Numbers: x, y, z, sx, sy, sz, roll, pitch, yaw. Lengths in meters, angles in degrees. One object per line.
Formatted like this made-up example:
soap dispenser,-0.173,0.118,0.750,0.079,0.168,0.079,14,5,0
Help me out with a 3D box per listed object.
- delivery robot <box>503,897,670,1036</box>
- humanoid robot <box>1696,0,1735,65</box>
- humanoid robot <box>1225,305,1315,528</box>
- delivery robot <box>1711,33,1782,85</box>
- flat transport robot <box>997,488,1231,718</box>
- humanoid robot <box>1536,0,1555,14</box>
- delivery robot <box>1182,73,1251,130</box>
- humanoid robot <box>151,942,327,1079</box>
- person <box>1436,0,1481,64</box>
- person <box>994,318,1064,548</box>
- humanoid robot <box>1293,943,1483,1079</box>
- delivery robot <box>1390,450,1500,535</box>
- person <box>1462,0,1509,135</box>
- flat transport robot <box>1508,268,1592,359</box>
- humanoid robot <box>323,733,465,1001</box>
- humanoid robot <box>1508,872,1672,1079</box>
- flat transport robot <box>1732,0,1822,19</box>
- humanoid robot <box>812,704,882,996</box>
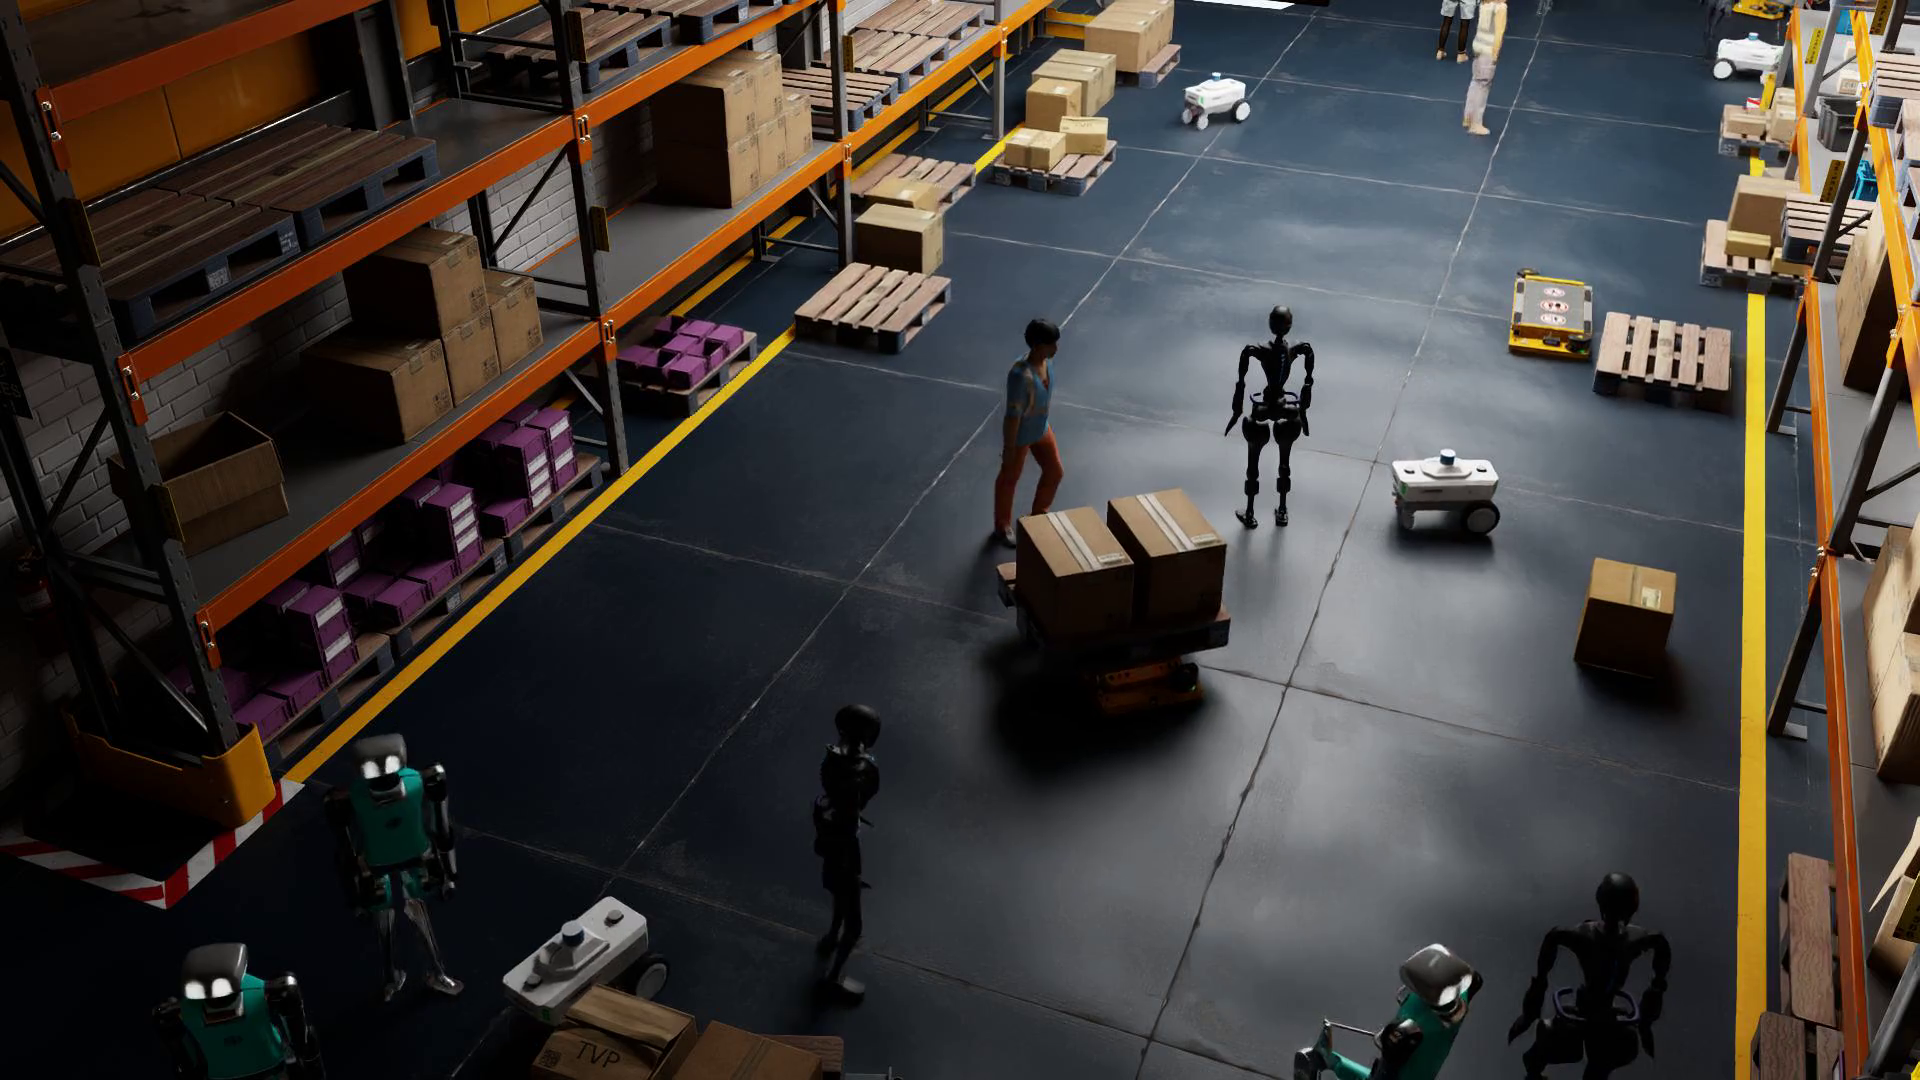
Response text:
delivery robot,-1.835,2.093,8.102,0.499,0.608,0.799,22,39,30
humanoid robot,9.534,-6.807,20.841,0.427,1.640,0.614,-8,34,-12
humanoid robot,2.168,-0.867,11.628,0.599,1.653,0.315,-2,33,-4
delivery robot,9.708,-5.950,20.554,0.812,0.614,0.499,16,36,23
flat transport robot,0.960,0.593,10.674,0.659,0.231,1.431,-10,34,-15
humanoid robot,8.191,-8.102,22.815,0.540,1.803,0.794,-11,35,-17
delivery robot,2.958,-5.080,19.209,0.815,0.614,0.499,-20,38,-28
humanoid robot,-2.906,2.150,6.913,0.537,1.722,0.997,-11,34,-16
person,6.310,-6.855,20.891,0.533,1.691,0.319,20,38,28
person,0.493,-0.731,11.377,0.533,1.737,0.531,21,38,29
humanoid robot,1.630,2.209,6.868,0.549,1.750,1.051,-27,41,-35
delivery robot,3.474,-0.367,11.899,0.769,0.598,0.512,-1,33,-2
person,5.954,-5.465,18.695,0.398,1.731,0.660,-8,34,-13
flat transport robot,5.223,-2.005,14.694,0.659,0.231,1.431,10,34,15
humanoid robot,-2.667,1.522,7.881,0.546,1.768,0.781,-15,36,-22
humanoid robot,2.684,2.061,7.100,0.609,1.644,0.347,2,33,3
flat transport robot,11.434,-7.553,23.280,1.431,0.231,0.659,-25,40,-33
humanoid robot,-0.548,1.453,8.061,0.369,1.640,0.596,-3,33,-5
